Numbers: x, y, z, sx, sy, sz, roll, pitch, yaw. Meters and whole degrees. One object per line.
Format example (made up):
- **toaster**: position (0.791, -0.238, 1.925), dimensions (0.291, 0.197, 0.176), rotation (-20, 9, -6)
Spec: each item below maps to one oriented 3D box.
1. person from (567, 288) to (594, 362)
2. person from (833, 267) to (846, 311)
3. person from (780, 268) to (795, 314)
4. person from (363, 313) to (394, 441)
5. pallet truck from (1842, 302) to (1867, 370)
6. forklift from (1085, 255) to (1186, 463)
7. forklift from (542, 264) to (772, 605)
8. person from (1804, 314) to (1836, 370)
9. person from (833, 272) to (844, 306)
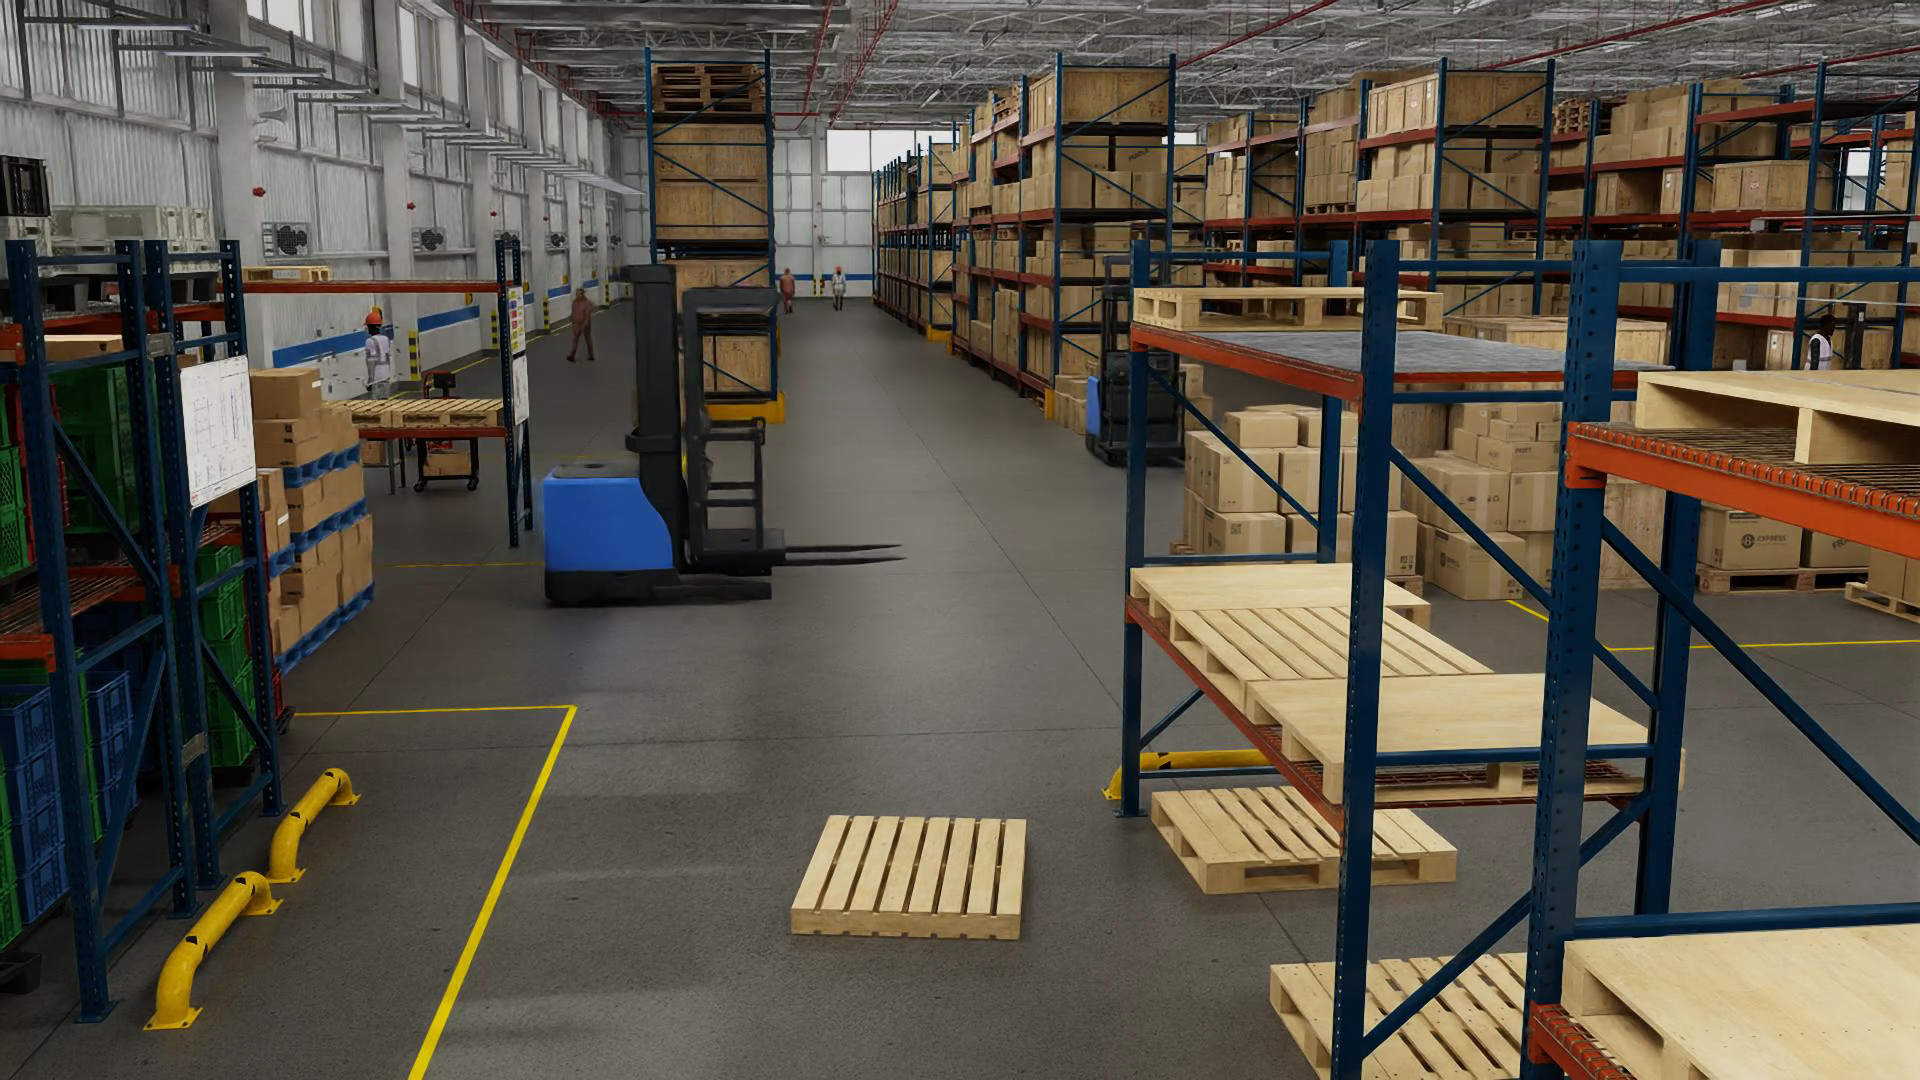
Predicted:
- **person**: position (-9.492, -5.375, 41.628), dimensions (0.641, 1.841, 1.072), rotation (3, 11, 17)
- **person**: position (-5.215, -10.824, 71.661), dimensions (0.565, 1.882, 0.975), rotation (1, 10, 4)
- **person**: position (-7.121, -10.280, 68.681), dimensions (0.641, 1.883, 0.603), rotation (0, 10, -3)
- **person**: position (-8.829, -2.461, 25.181), dimensions (0.359, 1.936, 0.552), rotation (2, 10, 12)
- **pallet truck**: position (15.846, -3.142, 28.793), dimensions (1.885, 1.965, 0.823), rotation (2, 10, 12)
- **forklift**: position (2.429, -2.559, 23.114), dimensions (1.129, 2.768, 1.873), rotation (-1, 10, -6)
- **forklift**: position (-2.566, -0.934, 14.109), dimensions (1.873, 2.768, 1.129), rotation (-1, 10, -6)
- **person**: position (13.139, -2.496, 25.463), dimensions (0.397, 1.911, 0.587), rotation (10, 14, 44)
- **person**: position (-5.555, -11.458, 75.914), dimensions (0.514, 1.617, 0.724), rotation (3, 11, 17)
